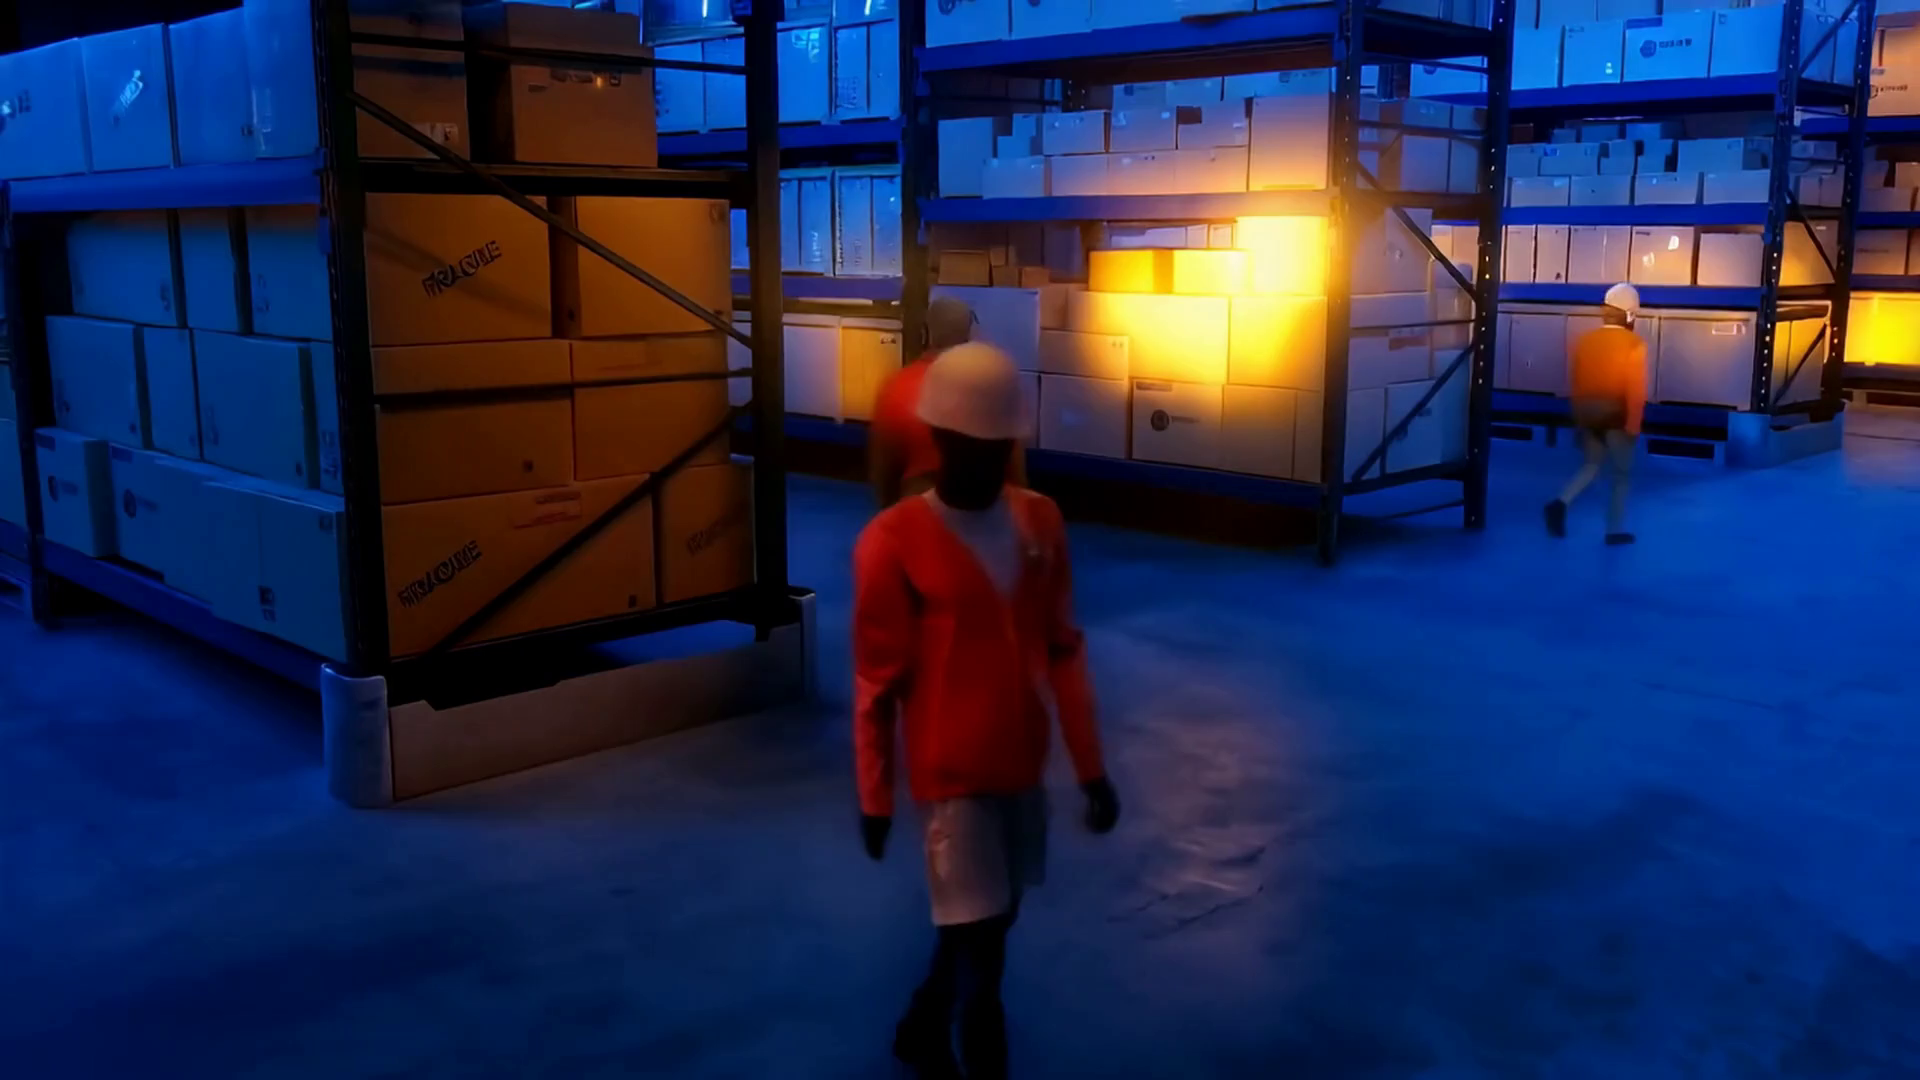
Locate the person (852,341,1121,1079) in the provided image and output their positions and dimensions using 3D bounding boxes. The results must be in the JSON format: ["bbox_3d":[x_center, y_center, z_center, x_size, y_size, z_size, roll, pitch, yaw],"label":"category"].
[{"bbox_3d":[0.036,0.500,3.778,0.547,1.906,0.857,-8,13,-36],"label":"person"}]

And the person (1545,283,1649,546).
[{"bbox_3d":[4.375,-0.841,11.351,0.639,1.819,0.595,-6,12,-30],"label":"person"}]

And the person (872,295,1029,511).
[{"bbox_3d":[-0.039,-0.091,7.061,0.648,1.876,0.784,0,10,1],"label":"person"}]
